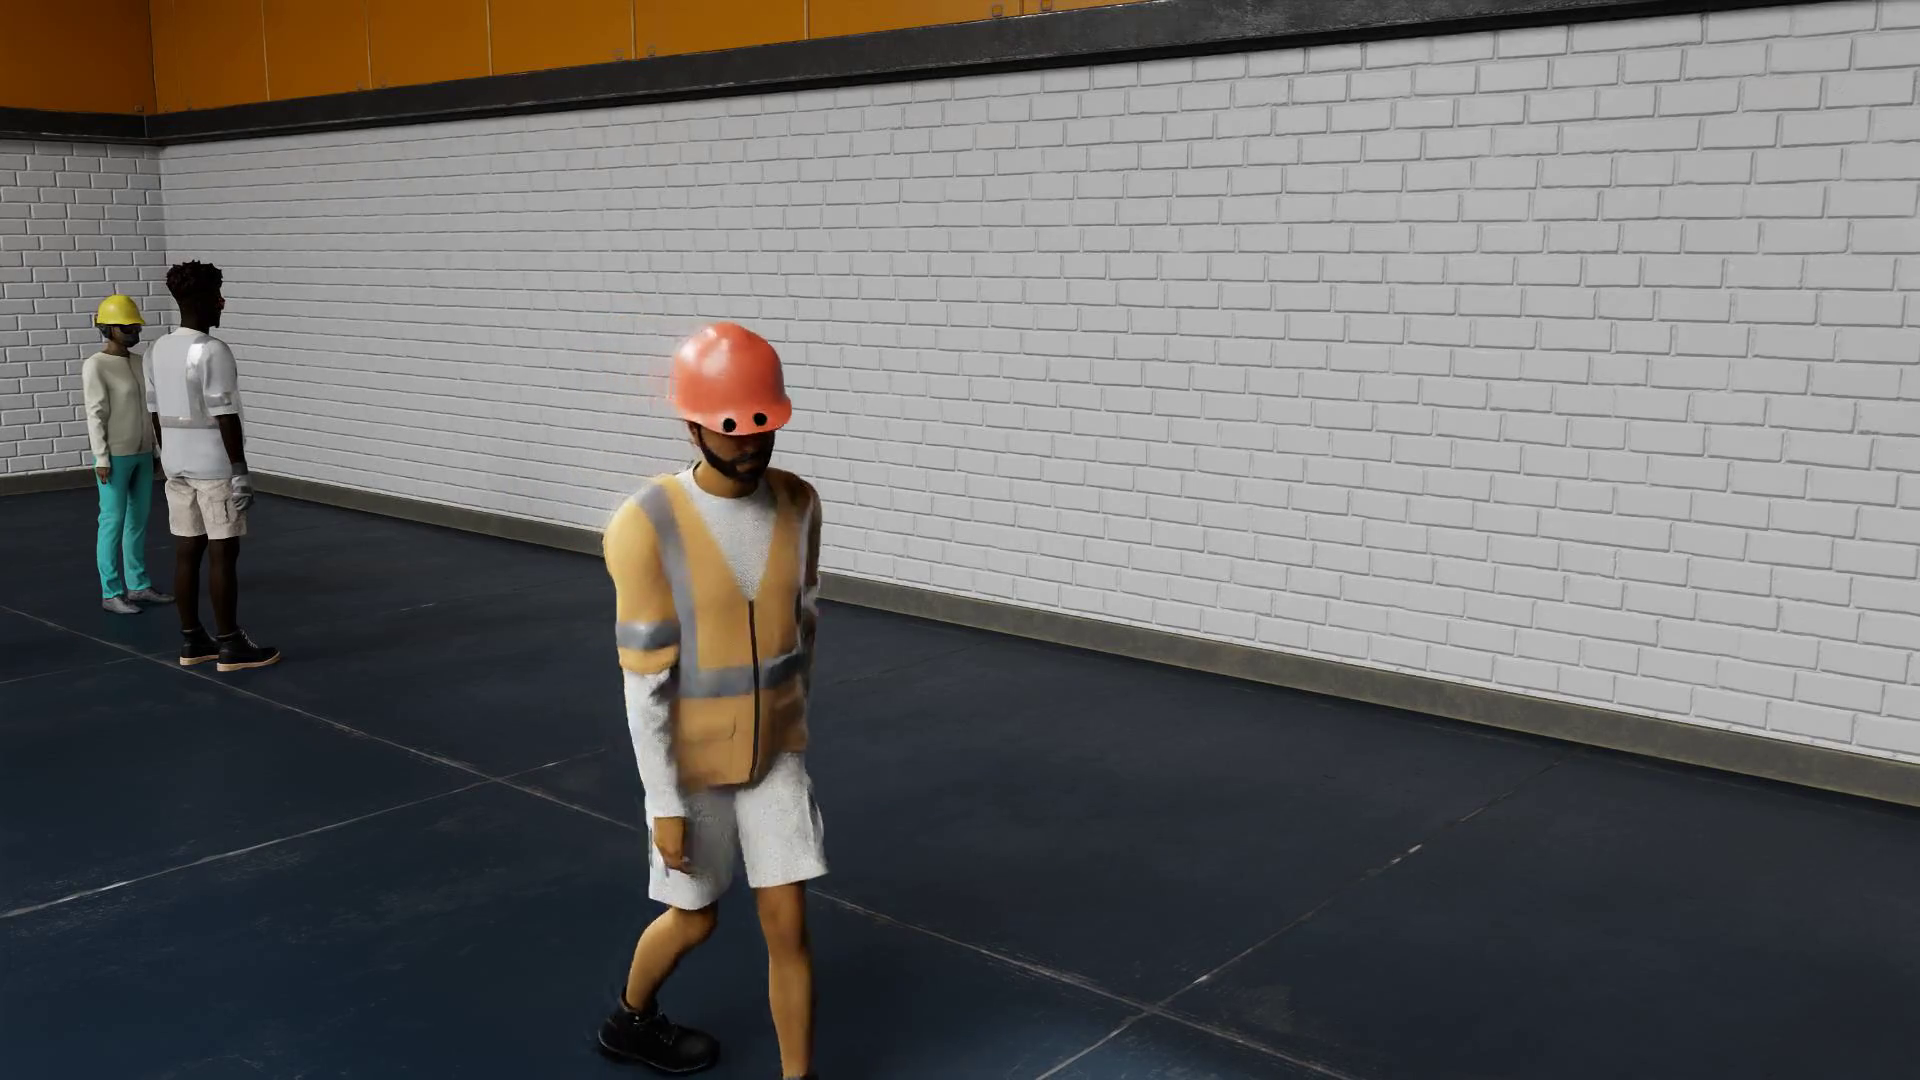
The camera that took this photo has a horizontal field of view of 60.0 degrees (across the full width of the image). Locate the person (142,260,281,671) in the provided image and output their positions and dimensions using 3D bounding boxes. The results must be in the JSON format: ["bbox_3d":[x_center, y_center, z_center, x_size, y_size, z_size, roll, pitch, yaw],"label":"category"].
[{"bbox_3d":[-3.620,-0.351,7.992,0.603,1.966,0.367,6,12,30],"label":"person"}]

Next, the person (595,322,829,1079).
[{"bbox_3d":[-0.566,0.447,3.721,0.551,1.887,0.820,-7,12,-35],"label":"person"}]

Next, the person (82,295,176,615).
[{"bbox_3d":[-4.636,-0.478,9.285,0.326,1.767,0.533,1,10,8],"label":"person"}]
